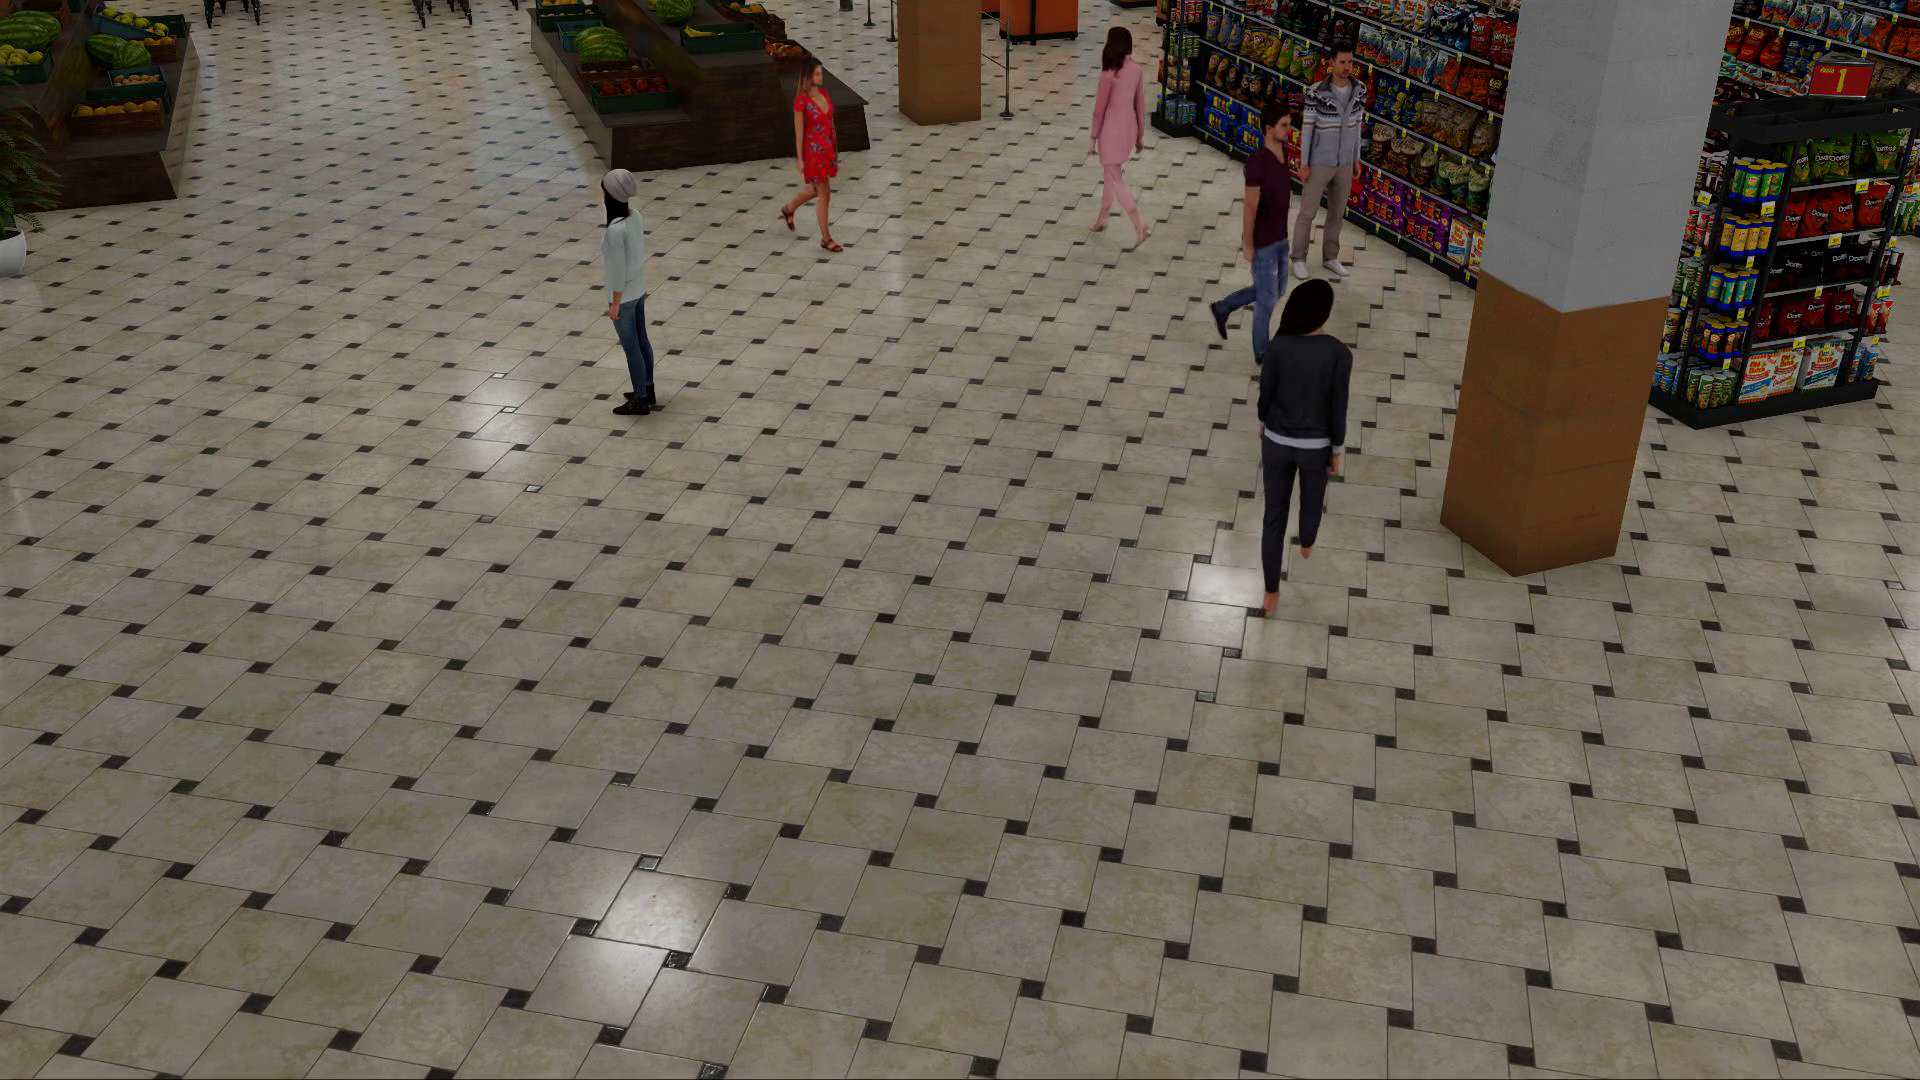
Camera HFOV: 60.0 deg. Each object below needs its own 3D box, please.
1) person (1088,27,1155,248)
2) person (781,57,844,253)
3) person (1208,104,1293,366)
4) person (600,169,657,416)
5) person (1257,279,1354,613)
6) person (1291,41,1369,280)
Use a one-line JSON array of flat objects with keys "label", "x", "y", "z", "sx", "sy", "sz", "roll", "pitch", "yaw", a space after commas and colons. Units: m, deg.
[{"label": "person", "x": 1.354, "y": -3.285, "z": 13.760, "sx": 0.843, "sy": 1.773, "sz": 1.169, "roll": -19, "pitch": 34, "yaw": -31}, {"label": "person", "x": -1.256, "y": -3.226, "z": 13.860, "sx": 1.028, "sy": 1.574, "sz": 0.896, "roll": 18, "pitch": 34, "yaw": 30}, {"label": "person", "x": 2.055, "y": -2.112, "z": 11.545, "sx": 1.095, "sy": 1.836, "sz": 0.970, "roll": 19, "pitch": 34, "yaw": 31}, {"label": "person", "x": -2.169, "y": -1.618, "z": 10.841, "sx": 0.704, "sy": 1.645, "sz": 0.594, "roll": 4, "pitch": 29, "yaw": 8}, {"label": "person", "x": 1.737, "y": -0.444, "z": 8.612, "sx": 1.014, "sy": 1.720, "sz": 1.171, "roll": 7, "pitch": 29, "yaw": 13}, {"label": "person", "x": 2.936, "y": -3.020, "z": 13.184, "sx": 0.697, "sy": 1.860, "sz": 0.555, "roll": -8, "pitch": 30, "yaw": -15}]
